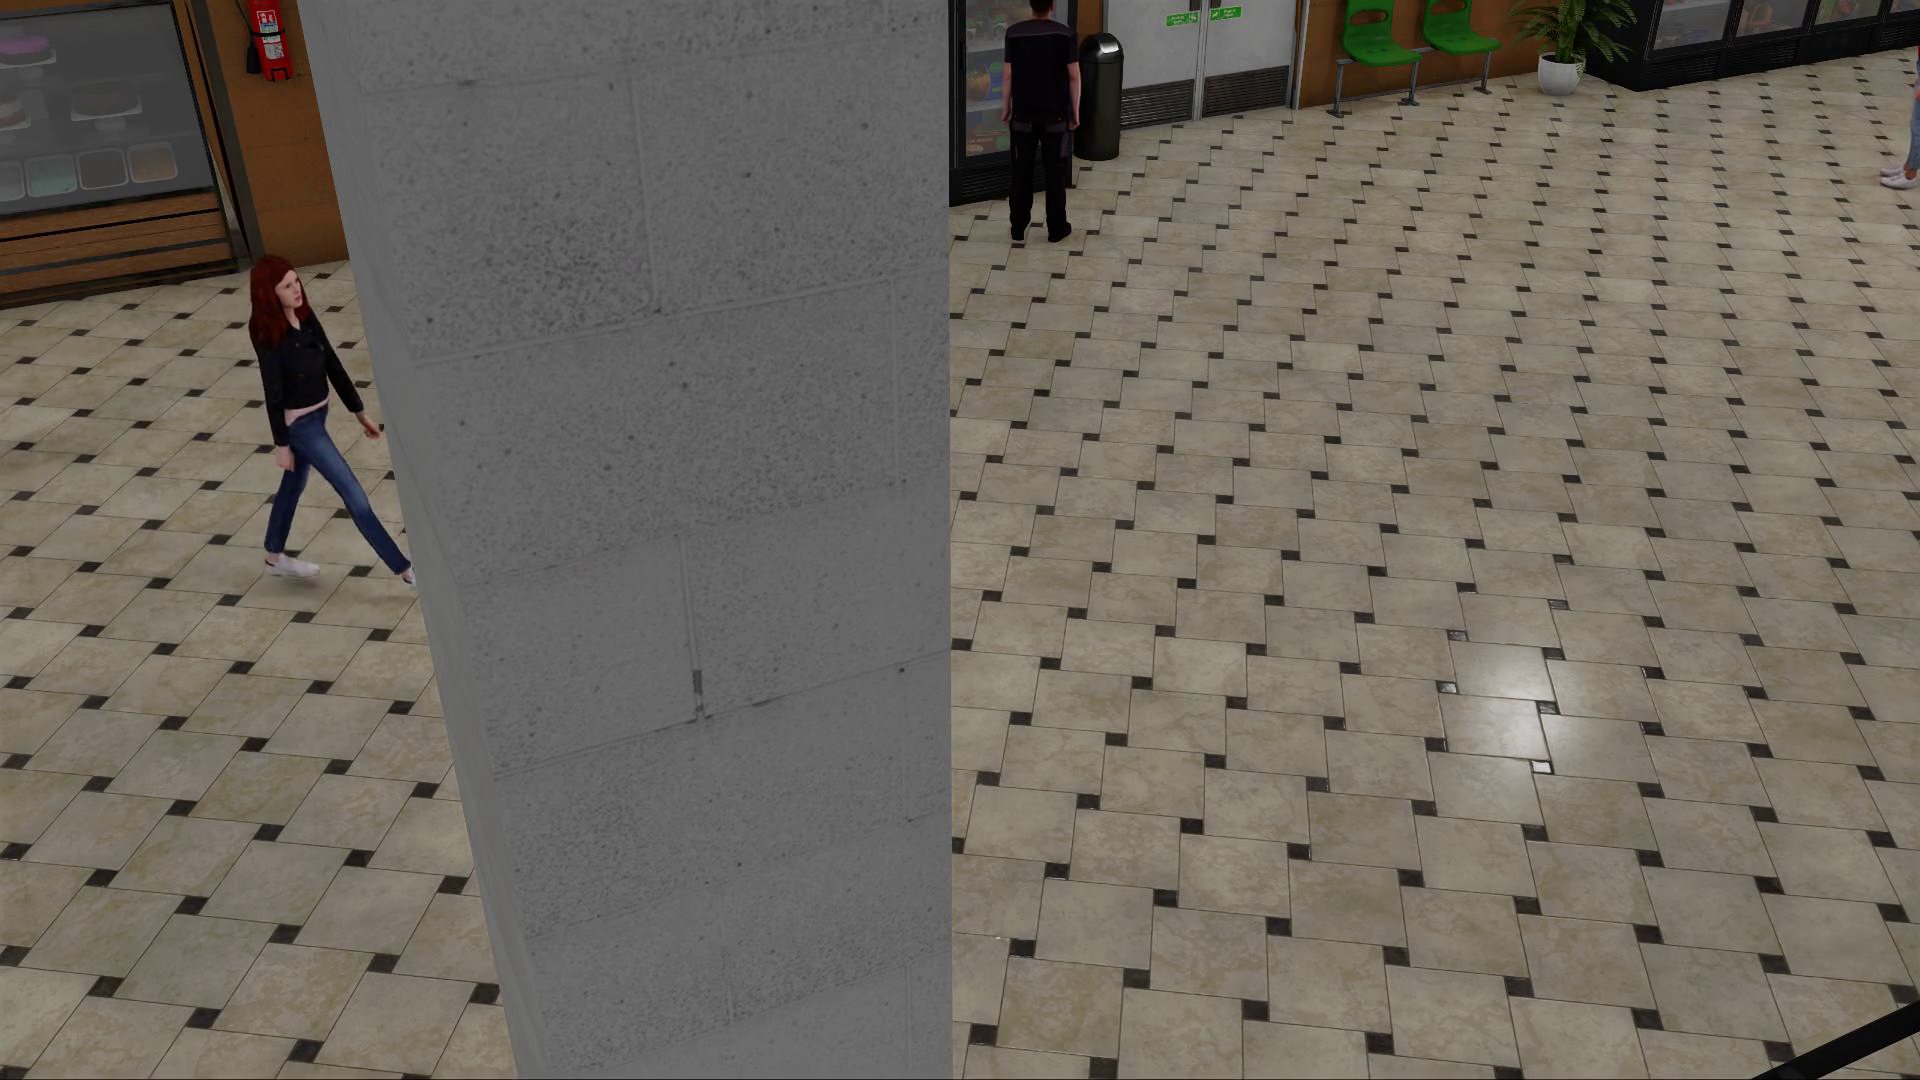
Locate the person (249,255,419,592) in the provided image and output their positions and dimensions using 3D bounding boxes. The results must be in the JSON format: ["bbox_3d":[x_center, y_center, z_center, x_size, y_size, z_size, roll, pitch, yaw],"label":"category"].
[{"bbox_3d":[-3.163,-0.495,7.883,1.111,1.718,1.229,4,32,6],"label":"person"}]

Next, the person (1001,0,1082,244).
[{"bbox_3d":[0.571,-3.037,11.848,0.810,1.846,0.824,6,32,10],"label":"person"}]

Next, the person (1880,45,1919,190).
[{"bbox_3d":[7.498,-3.574,12.846,0.719,1.703,0.686,14,35,22],"label":"person"}]
